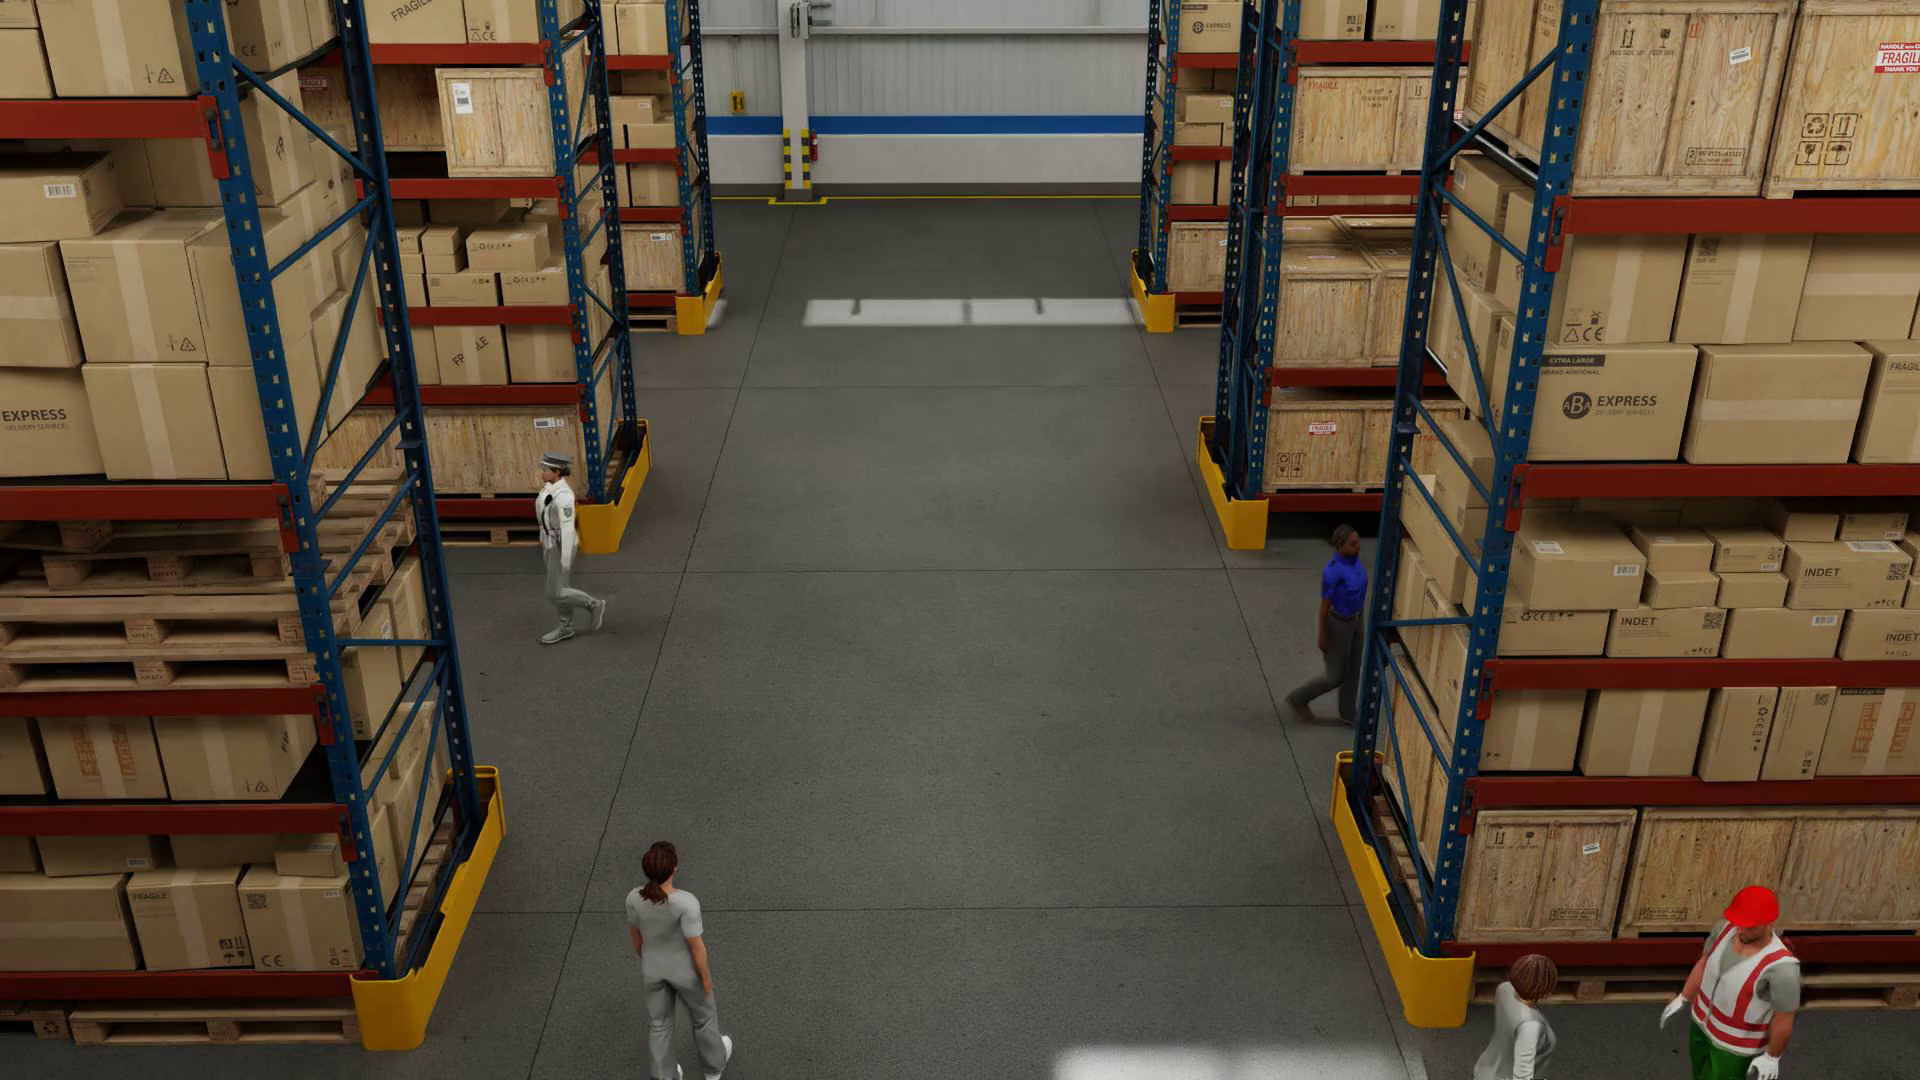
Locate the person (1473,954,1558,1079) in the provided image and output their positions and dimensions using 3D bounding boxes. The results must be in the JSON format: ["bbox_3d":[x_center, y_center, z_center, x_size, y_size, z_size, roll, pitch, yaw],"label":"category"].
[{"bbox_3d":[2.649,2.724,8.216,0.446,1.599,0.466,0,25,0],"label":"person"}]

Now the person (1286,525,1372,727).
[{"bbox_3d":[2.892,0.660,12.599,0.647,1.656,0.461,19,31,35],"label":"person"}]

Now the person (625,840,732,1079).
[{"bbox_3d":[-1.534,2.293,9.077,0.444,1.669,0.552,5,25,10],"label":"person"}]

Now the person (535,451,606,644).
[{"bbox_3d":[-3.301,0.052,13.834,0.548,1.686,0.499,-14,28,-27],"label":"person"}]

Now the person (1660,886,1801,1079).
[{"bbox_3d":[3.839,2.517,8.442,0.471,1.807,0.557,-5,25,-10],"label":"person"}]
